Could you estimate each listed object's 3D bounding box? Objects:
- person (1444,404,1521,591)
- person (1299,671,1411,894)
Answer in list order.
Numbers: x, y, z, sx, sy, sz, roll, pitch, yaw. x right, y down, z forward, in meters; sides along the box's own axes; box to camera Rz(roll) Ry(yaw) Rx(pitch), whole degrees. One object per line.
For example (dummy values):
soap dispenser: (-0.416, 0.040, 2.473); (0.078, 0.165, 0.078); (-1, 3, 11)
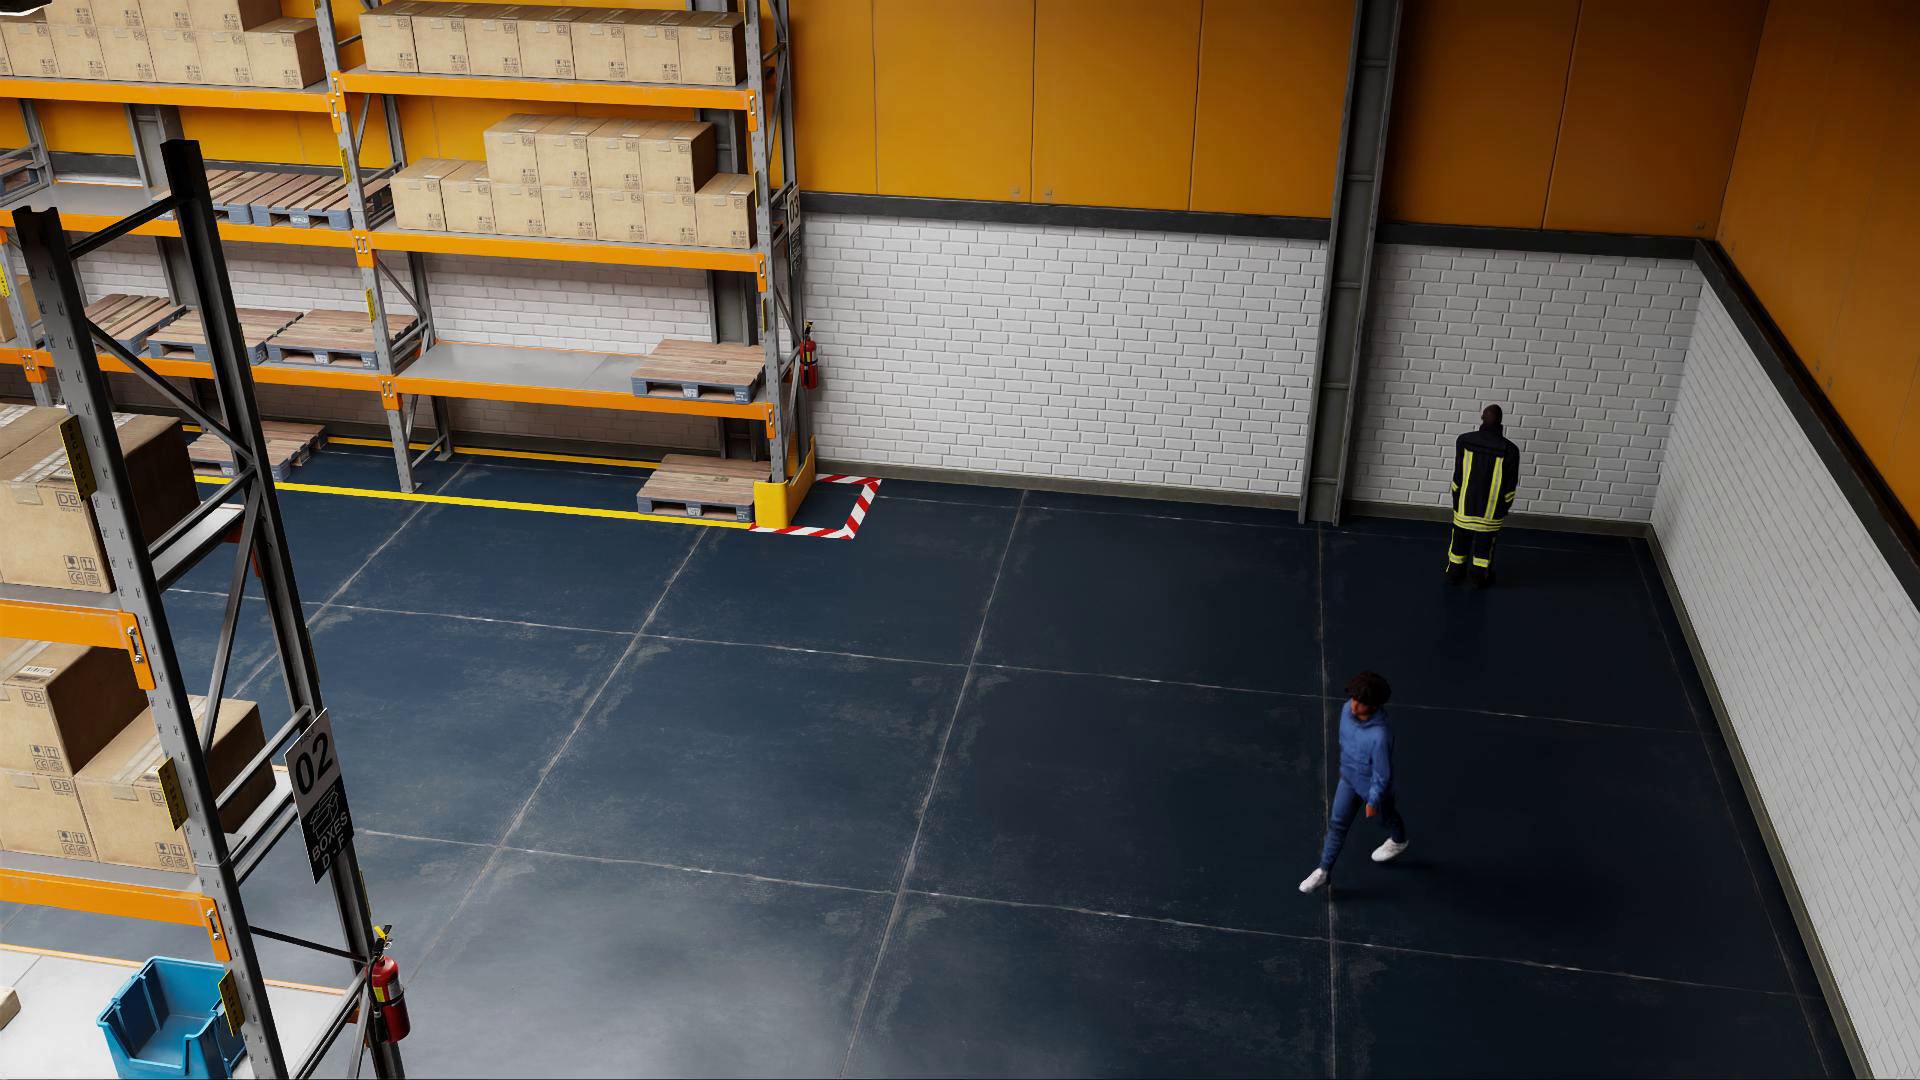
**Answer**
person: (4.766, -0.412, 15.190); (0.742, 1.819, 0.895); (15, 32, 26)
person: (2.883, 1.628, 11.530); (1.291, 1.742, 1.189); (-14, 32, -24)
